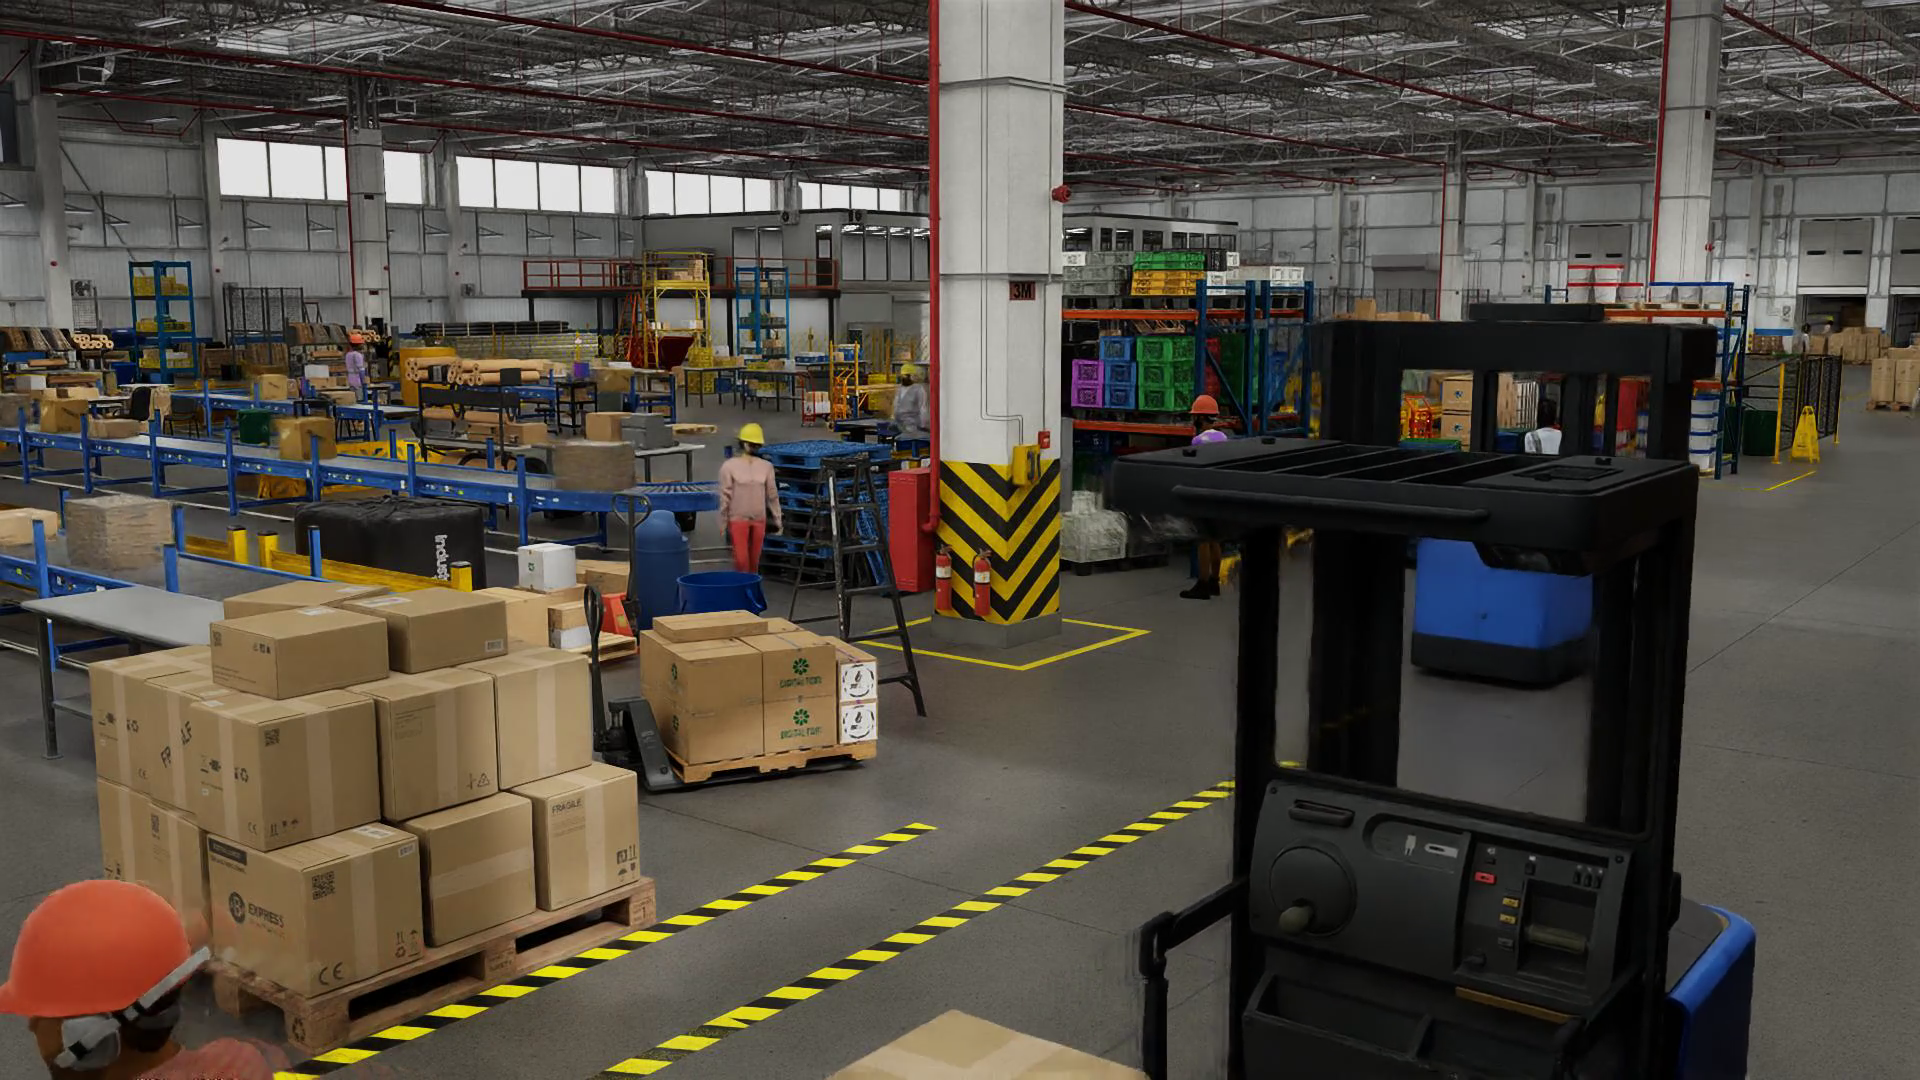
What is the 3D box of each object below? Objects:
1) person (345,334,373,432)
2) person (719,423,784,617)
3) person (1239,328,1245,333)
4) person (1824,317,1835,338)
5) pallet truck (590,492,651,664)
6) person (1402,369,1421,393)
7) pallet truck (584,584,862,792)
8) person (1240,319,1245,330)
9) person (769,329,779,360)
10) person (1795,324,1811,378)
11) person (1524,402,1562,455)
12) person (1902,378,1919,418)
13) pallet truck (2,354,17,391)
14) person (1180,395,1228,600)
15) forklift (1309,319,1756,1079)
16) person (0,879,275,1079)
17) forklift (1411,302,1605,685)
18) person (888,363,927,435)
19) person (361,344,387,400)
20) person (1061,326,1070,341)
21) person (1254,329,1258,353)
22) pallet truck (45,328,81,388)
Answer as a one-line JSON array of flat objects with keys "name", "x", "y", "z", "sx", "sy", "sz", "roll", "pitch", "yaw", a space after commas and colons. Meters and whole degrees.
[{"name": "person", "x": -12.562, "y": -3.264, "z": 34.711, "sx": 0.607, "sy": 2.044, "sz": 0.378, "roll": 8, "pitch": 11, "yaw": 42}, {"name": "person", "x": -1.803, "y": -0.151, "z": 14.682, "sx": 0.553, "sy": 1.743, "sz": 0.668, "roll": -6, "pitch": 10, "yaw": -35}, {"name": "person", "x": 10.739, "y": -7.316, "z": 63.101, "sx": 0.493, "sy": 1.720, "sz": 0.667, "roll": 3, "pitch": 9, "yaw": 17}, {"name": "person", "x": 37.001, "y": -8.530, "z": 70.645, "sx": 0.636, "sy": 1.905, "sz": 0.606, "roll": 5, "pitch": 10, "yaw": 29}, {"name": "pallet truck", "x": -3.115, "y": 0.344, "z": 12.883, "sx": 0.653, "sy": 1.274, "sz": 1.630, "roll": 7, "pitch": 11, "yaw": 37}, {"name": "person", "x": 9.658, "y": -3.204, "z": 35.751, "sx": 0.527, "sy": 1.612, "sz": 0.479, "roll": 6, "pitch": 11, "yaw": 37}, {"name": "pallet truck", "x": -1.426, "y": 0.805, "z": 10.019, "sx": 1.601, "sy": 1.201, "sz": 0.680, "roll": -4, "pitch": 9, "yaw": -26}, {"name": "person", "x": 14.668, "y": -10.801, "z": 86.039, "sx": 0.611, "sy": 1.895, "sz": 1.013, "roll": -1, "pitch": 8, "yaw": -4}, {"name": "person", "x": -6.939, "y": -7.215, "z": 62.007, "sx": 0.336, "sy": 1.845, "sz": 0.513, "roll": 5, "pitch": 10, "yaw": 28}, {"name": "person", "x": 28.769, "y": -6.432, "z": 56.702, "sx": 0.498, "sy": 1.856, "sz": 0.518, "roll": 6, "pitch": 11, "yaw": 36}, {"name": "person", "x": 6.509, "y": -0.696, "z": 18.558, "sx": 0.542, "sy": 1.695, "sz": 0.316, "roll": -2, "pitch": 9, "yaw": -13}, {"name": "person", "x": 22.205, "y": -3.589, "z": 38.369, "sx": 0.522, "sy": 1.613, "sz": 0.715, "roll": -4, "pitch": 9, "yaw": -24}, {"name": "pallet truck", "x": -24.881, "y": -4.417, "z": 42.634, "sx": 1.885, "sy": 1.965, "sz": 0.823, "roll": 8, "pitch": 11, "yaw": 41}, {"name": "person", "x": 2.309, "y": -0.403, "z": 15.776, "sx": 0.359, "sy": 1.938, "sz": 0.545, "roll": 6, "pitch": 10, "yaw": 35}, {"name": "forklift", "x": 1.387, "y": 0.815, "z": 4.403, "sx": 1.129, "sy": 2.768, "sz": 1.873, "roll": 6, "pitch": 11, "yaw": 37}, {"name": "person", "x": -1.306, "y": 1.511, "z": 2.750, "sx": 0.429, "sy": 1.980, "sz": 0.636, "roll": 1, "pitch": 8, "yaw": 6}, {"name": "forklift", "x": 4.379, "y": -0.438, "z": 12.852, "sx": 1.129, "sy": 2.768, "sz": 1.873, "roll": 7, "pitch": 11, "yaw": 37}, {"name": "person", "x": -0.823, "y": -1.822, "z": 25.749, "sx": 0.431, "sy": 1.816, "sz": 0.596, "roll": -8, "pitch": 12, "yaw": -43}, {"name": "person", "x": -14.523, "y": -4.142, "z": 41.257, "sx": 0.990, "sy": 1.857, "sz": 0.673, "roll": -8, "pitch": 12, "yaw": -44}, {"name": "person", "x": 3.754, "y": -6.645, "z": 58.497, "sx": 0.558, "sy": 1.735, "sz": 0.750, "roll": -7, "pitch": 11, "yaw": -41}, {"name": "person", "x": 9.146, "y": -5.828, "z": 52.390, "sx": 0.602, "sy": 1.931, "sz": 0.971, "roll": -8, "pitch": 11, "yaw": -42}, {"name": "pallet truck", "x": -23.775, "y": -4.544, "z": 43.495, "sx": 1.885, "sy": 1.965, "sz": 0.823, "roll": 6, "pitch": 10, "yaw": 35}]
